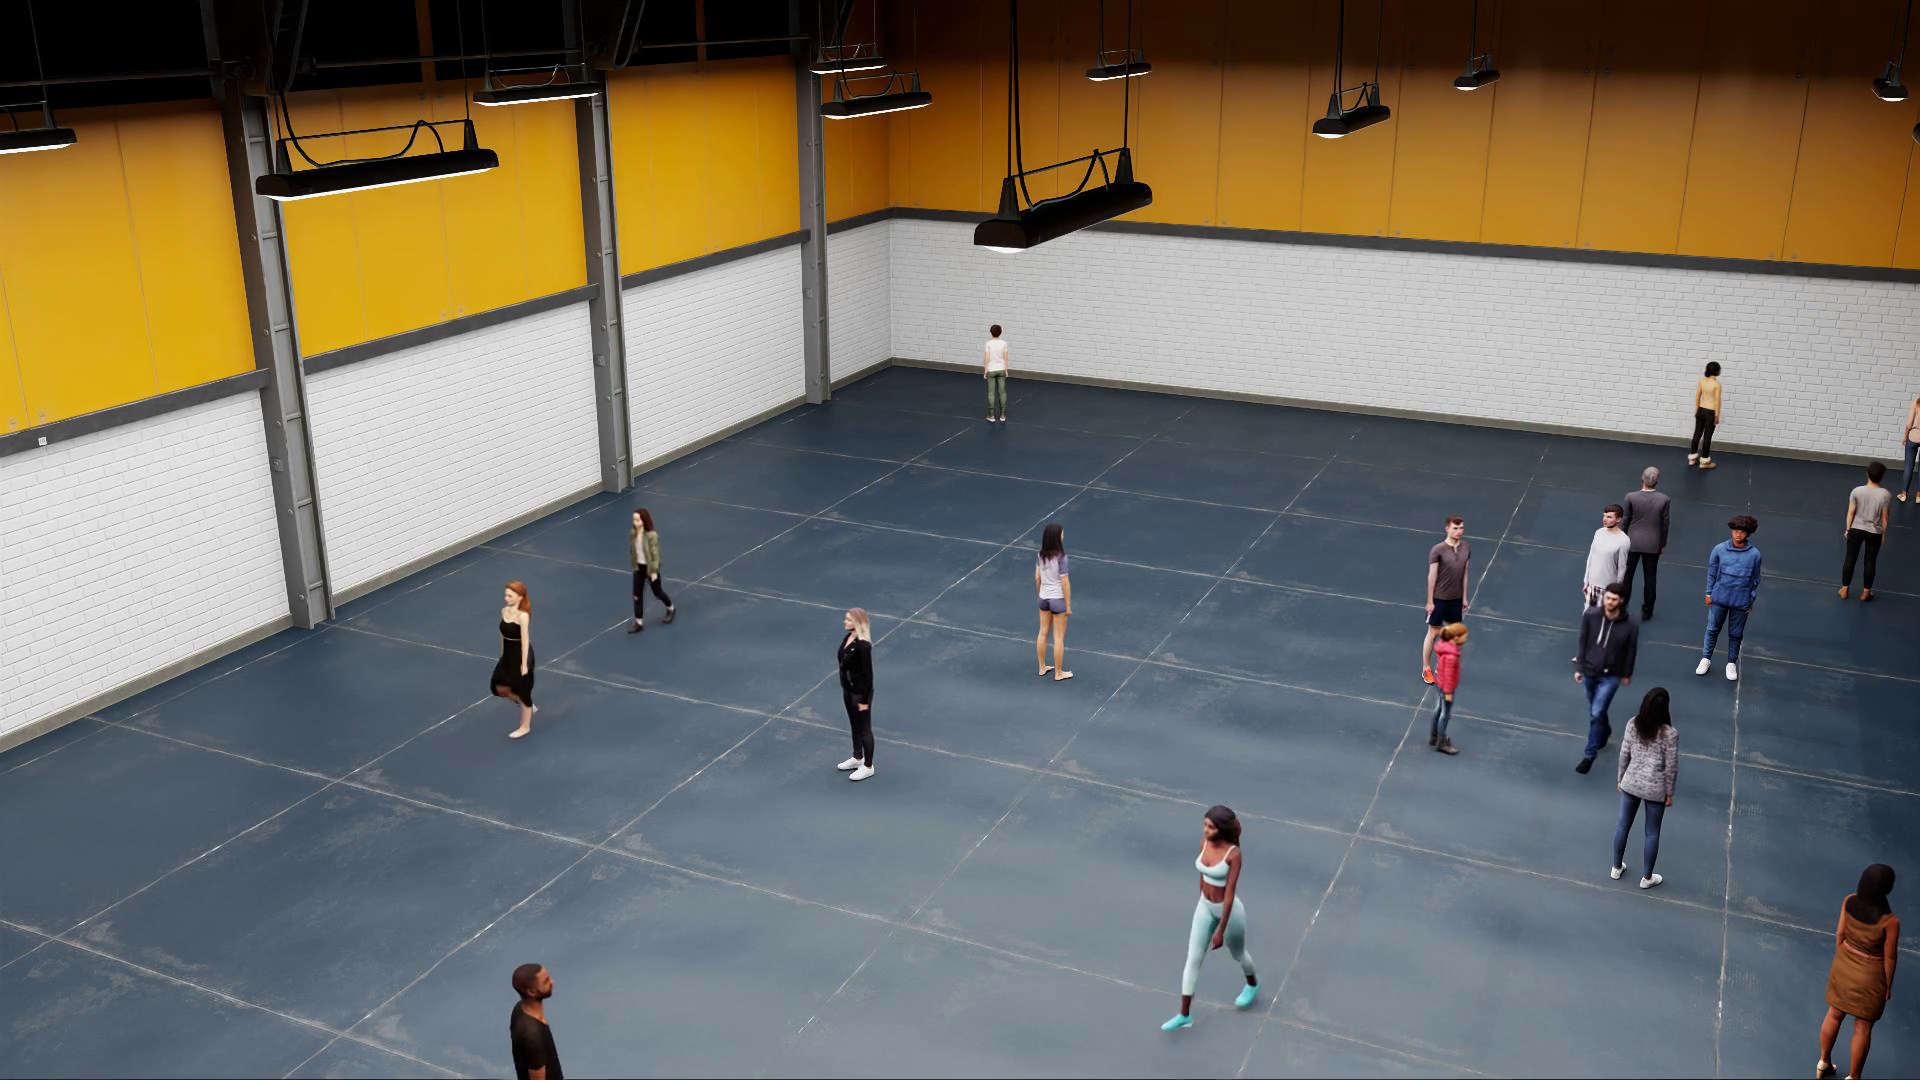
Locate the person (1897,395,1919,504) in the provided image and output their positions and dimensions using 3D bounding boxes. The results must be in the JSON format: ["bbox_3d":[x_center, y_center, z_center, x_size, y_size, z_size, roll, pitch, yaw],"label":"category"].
[{"bbox_3d":[13.788,-1.425,23.879,0.600,1.791,0.522,7,20,21],"label":"person"}]

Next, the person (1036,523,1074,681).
[{"bbox_3d":[1.000,0.646,17.819,0.644,1.734,0.614,17,25,41],"label":"person"}]

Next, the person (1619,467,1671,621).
[{"bbox_3d":[7.996,0.027,19.489,0.743,1.842,0.646,6,19,16],"label":"person"}]

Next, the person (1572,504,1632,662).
[{"bbox_3d":[7.016,0.490,18.106,0.725,1.847,0.703,-10,21,-28],"label":"person"}]

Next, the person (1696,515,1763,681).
[{"bbox_3d":[8.280,0.593,17.856,0.674,1.810,0.552,9,21,25],"label":"person"}]

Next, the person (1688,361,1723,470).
[{"bbox_3d":[11.509,-1.944,25.628,0.728,1.660,0.683,-9,20,-24],"label":"person"}]

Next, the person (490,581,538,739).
[{"bbox_3d":[-4.320,1.155,16.489,0.694,1.618,0.757,16,24,39],"label":"person"}]

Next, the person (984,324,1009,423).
[{"bbox_3d":[0.613,-2.856,28.344,0.663,1.654,0.701,-4,19,-10],"label":"person"}]

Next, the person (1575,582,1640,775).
[{"bbox_3d":[6.155,1.250,15.849,0.912,1.846,1.304,15,24,38],"label":"person"}]

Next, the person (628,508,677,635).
[{"bbox_3d":[-3.563,0.334,19.187,0.569,1.452,0.921,8,20,23],"label":"person"}]

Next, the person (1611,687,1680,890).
[{"bbox_3d":[5.656,2.023,13.736,0.674,1.731,0.639,17,25,41],"label":"person"}]

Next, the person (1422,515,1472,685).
[{"bbox_3d":[5.187,0.615,17.728,0.722,1.851,0.772,-6,20,-17],"label":"person"}]

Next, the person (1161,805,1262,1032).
[{"bbox_3d":[1.918,2.678,11.867,1.188,1.682,0.874,-15,24,-37],"label":"person"}]

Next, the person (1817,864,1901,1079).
[{"bbox_3d":[6.018,2.923,11.125,0.675,1.690,0.638,-10,21,-26],"label":"person"}]

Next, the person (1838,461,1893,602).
[{"bbox_3d":[10.946,-0.115,20.096,0.630,1.724,0.562,11,22,31],"label":"person"}]

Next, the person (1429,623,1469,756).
[{"bbox_3d":[4.716,1.422,16.180,0.612,1.310,0.504,5,19,15],"label":"person"}]

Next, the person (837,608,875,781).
[{"bbox_3d":[-0.940,1.423,15.589,0.731,1.685,0.690,-9,21,-25],"label":"person"}]

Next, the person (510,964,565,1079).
[{"bbox_3d":[-2.544,3.320,9.787,1.022,1.792,0.972,-6,19,-17],"label":"person"}]
